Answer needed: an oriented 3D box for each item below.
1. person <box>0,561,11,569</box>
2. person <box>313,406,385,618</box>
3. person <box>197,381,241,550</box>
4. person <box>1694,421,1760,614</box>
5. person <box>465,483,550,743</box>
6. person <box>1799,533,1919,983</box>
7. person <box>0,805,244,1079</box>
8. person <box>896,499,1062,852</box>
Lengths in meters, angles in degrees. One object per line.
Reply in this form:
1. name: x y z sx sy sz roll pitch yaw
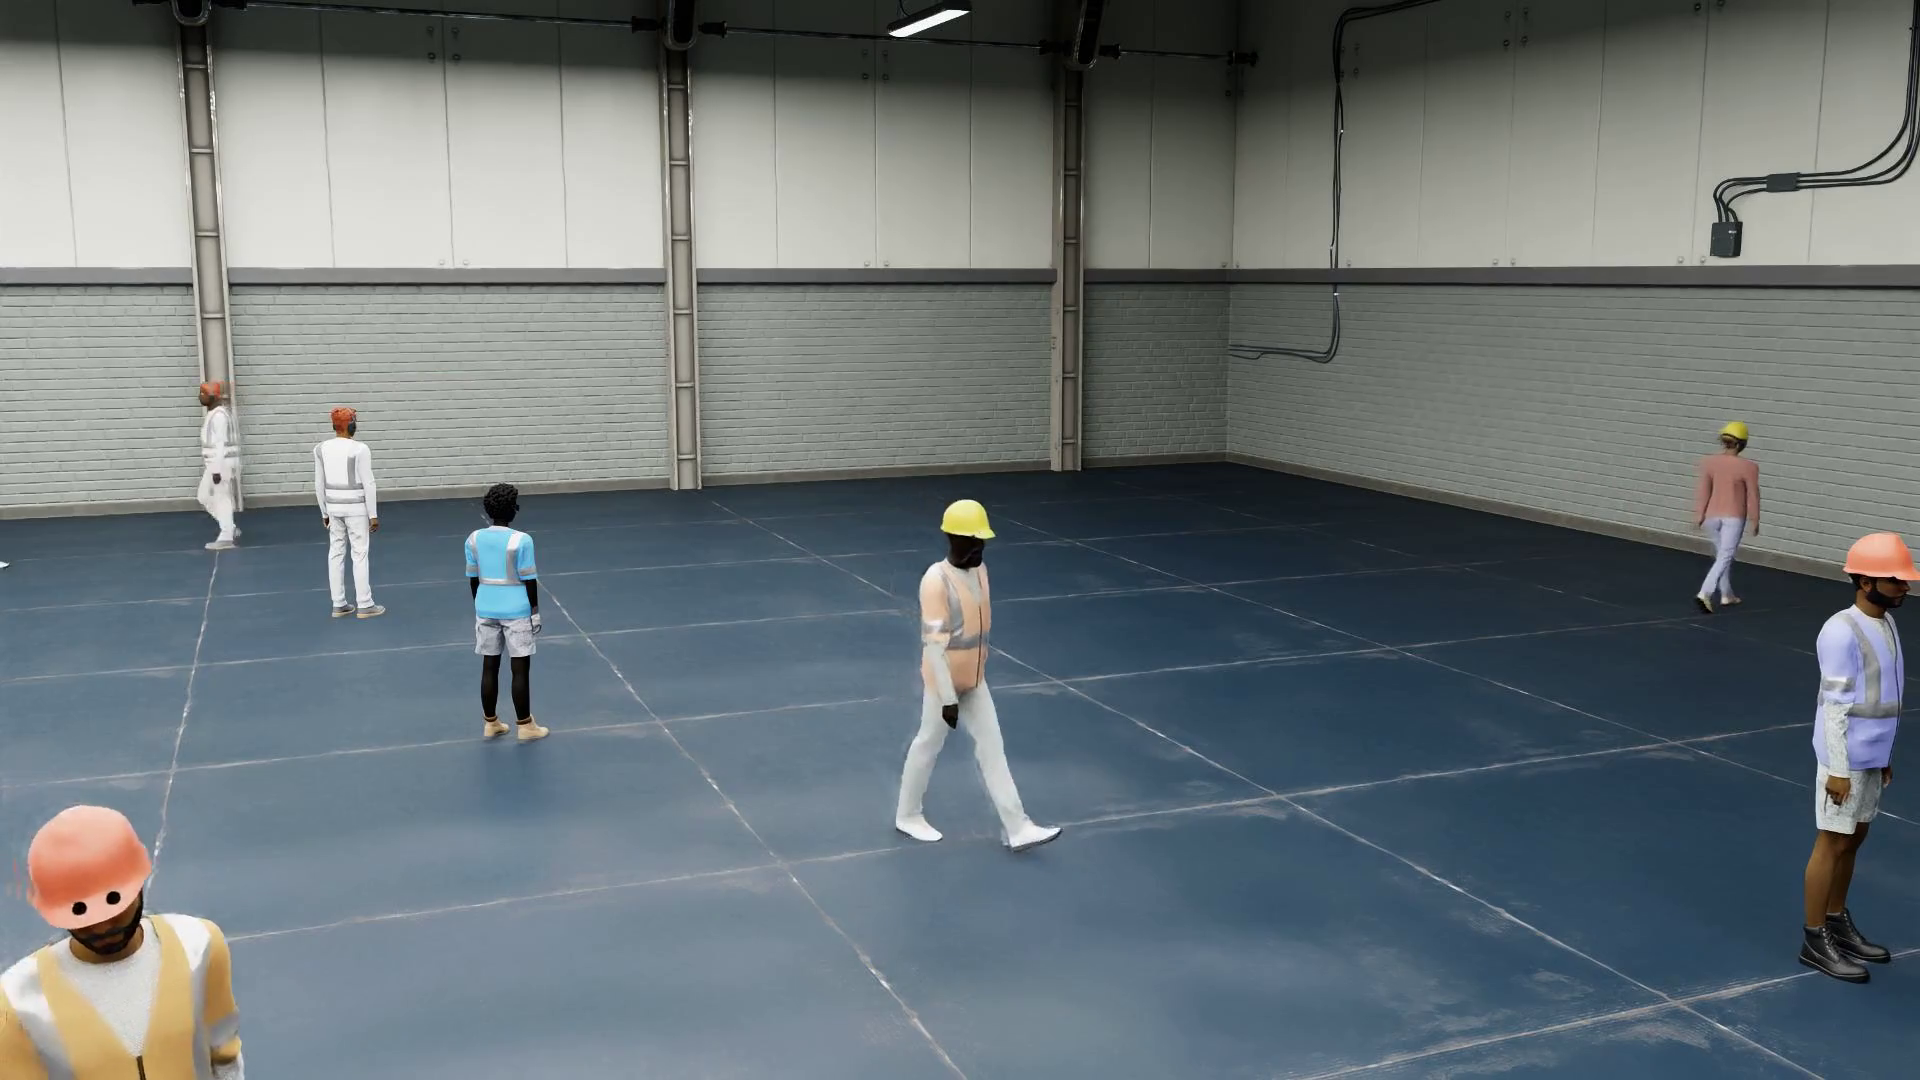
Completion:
1. person: -10.375 -0.625 17.220 1.032 1.874 0.597 1 9 8
2. person: -5.413 -0.243 14.735 0.579 1.883 0.352 2 9 15
3. person: -8.225 -0.817 18.365 0.412 1.872 0.602 -5 10 -30
4. person: 6.907 -0.212 15.028 0.864 1.735 0.536 -6 11 -34
5. person: -2.948 0.476 10.805 0.532 1.696 0.319 3 10 21
6. person: 3.915 0.926 7.224 0.543 1.939 0.360 -8 12 -42
7. person: -1.852 1.497 3.747 0.429 1.908 0.555 9 12 43
8. person: 0.036 0.720 8.711 1.000 1.870 0.617 6 11 33
